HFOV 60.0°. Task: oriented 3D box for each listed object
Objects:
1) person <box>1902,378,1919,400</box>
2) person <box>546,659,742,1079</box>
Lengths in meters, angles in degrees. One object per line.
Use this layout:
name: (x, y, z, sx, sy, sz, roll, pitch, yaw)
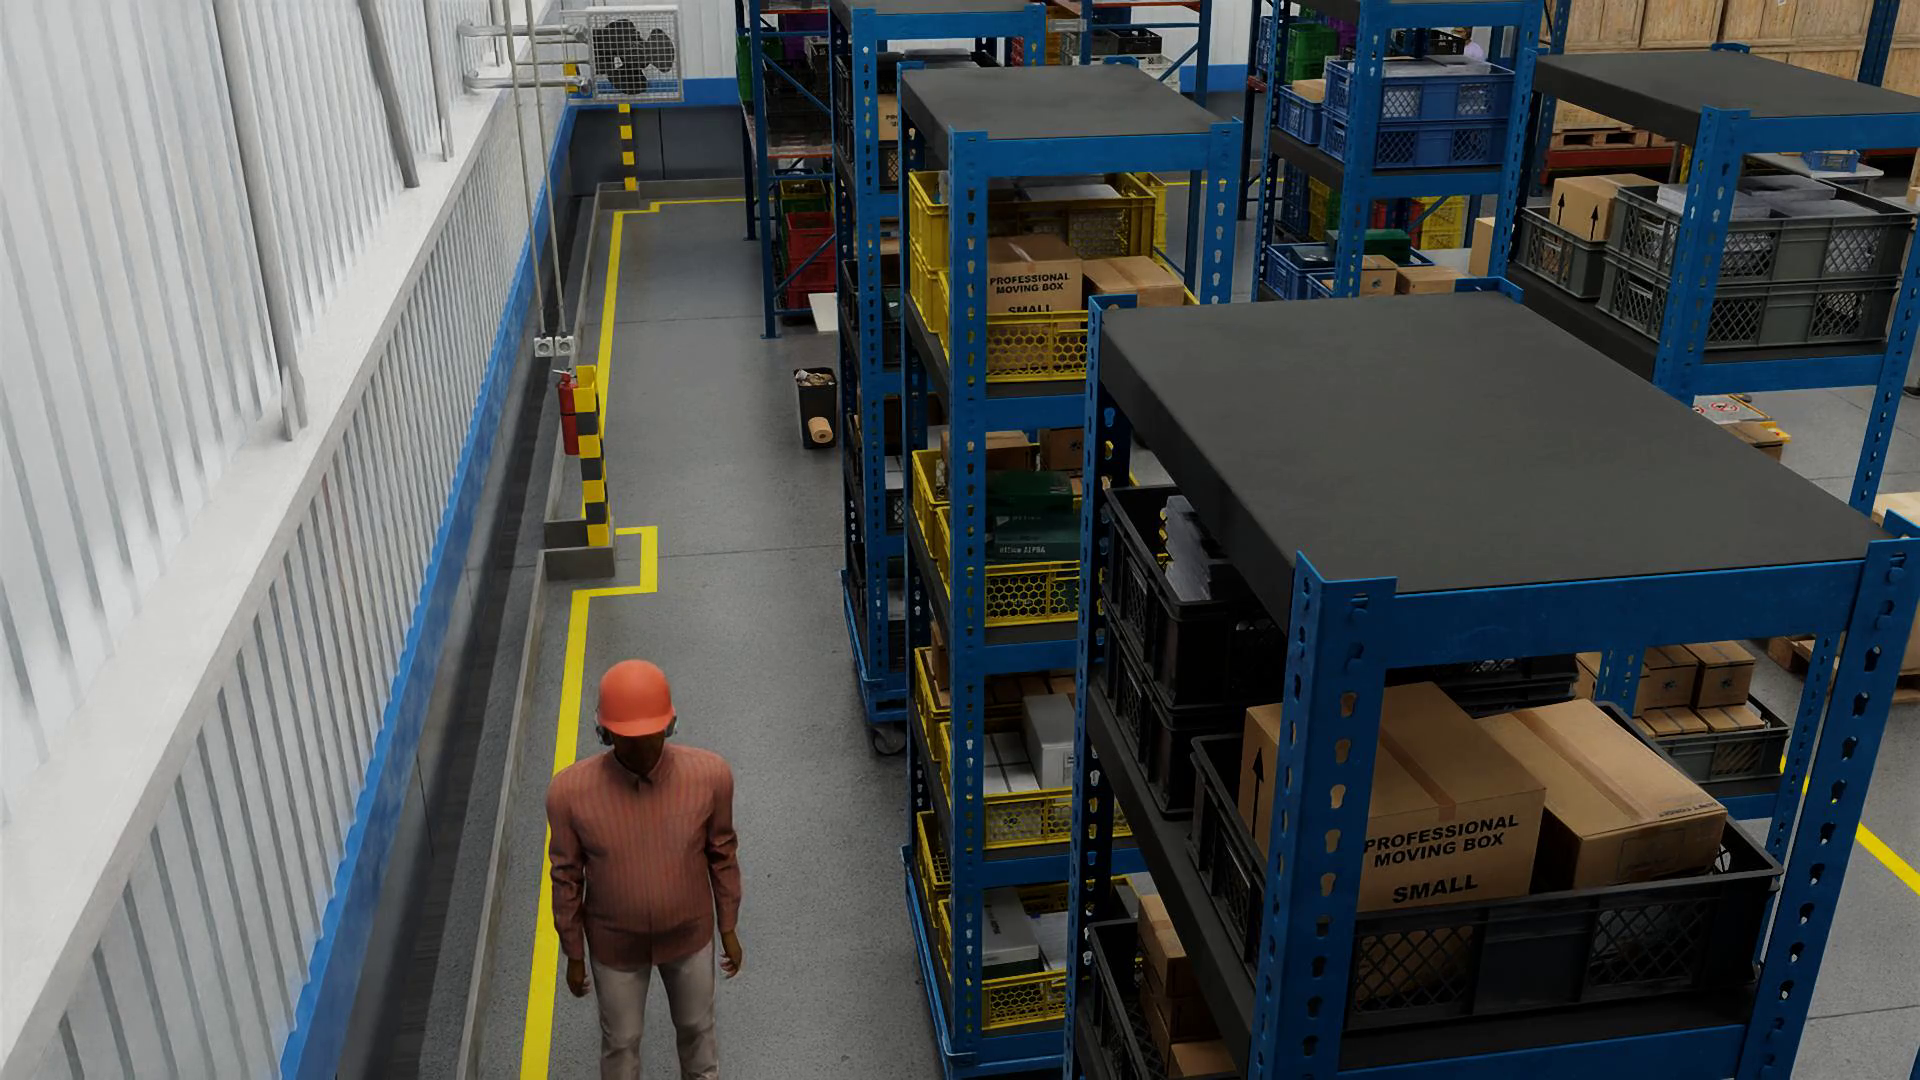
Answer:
person: (7.589, -1.963, 12.676, 0.592, 1.832, 0.404, -18, 30, -34)
person: (-1.006, 1.281, 5.431, 0.611, 1.997, 0.375, -8, 26, -17)
